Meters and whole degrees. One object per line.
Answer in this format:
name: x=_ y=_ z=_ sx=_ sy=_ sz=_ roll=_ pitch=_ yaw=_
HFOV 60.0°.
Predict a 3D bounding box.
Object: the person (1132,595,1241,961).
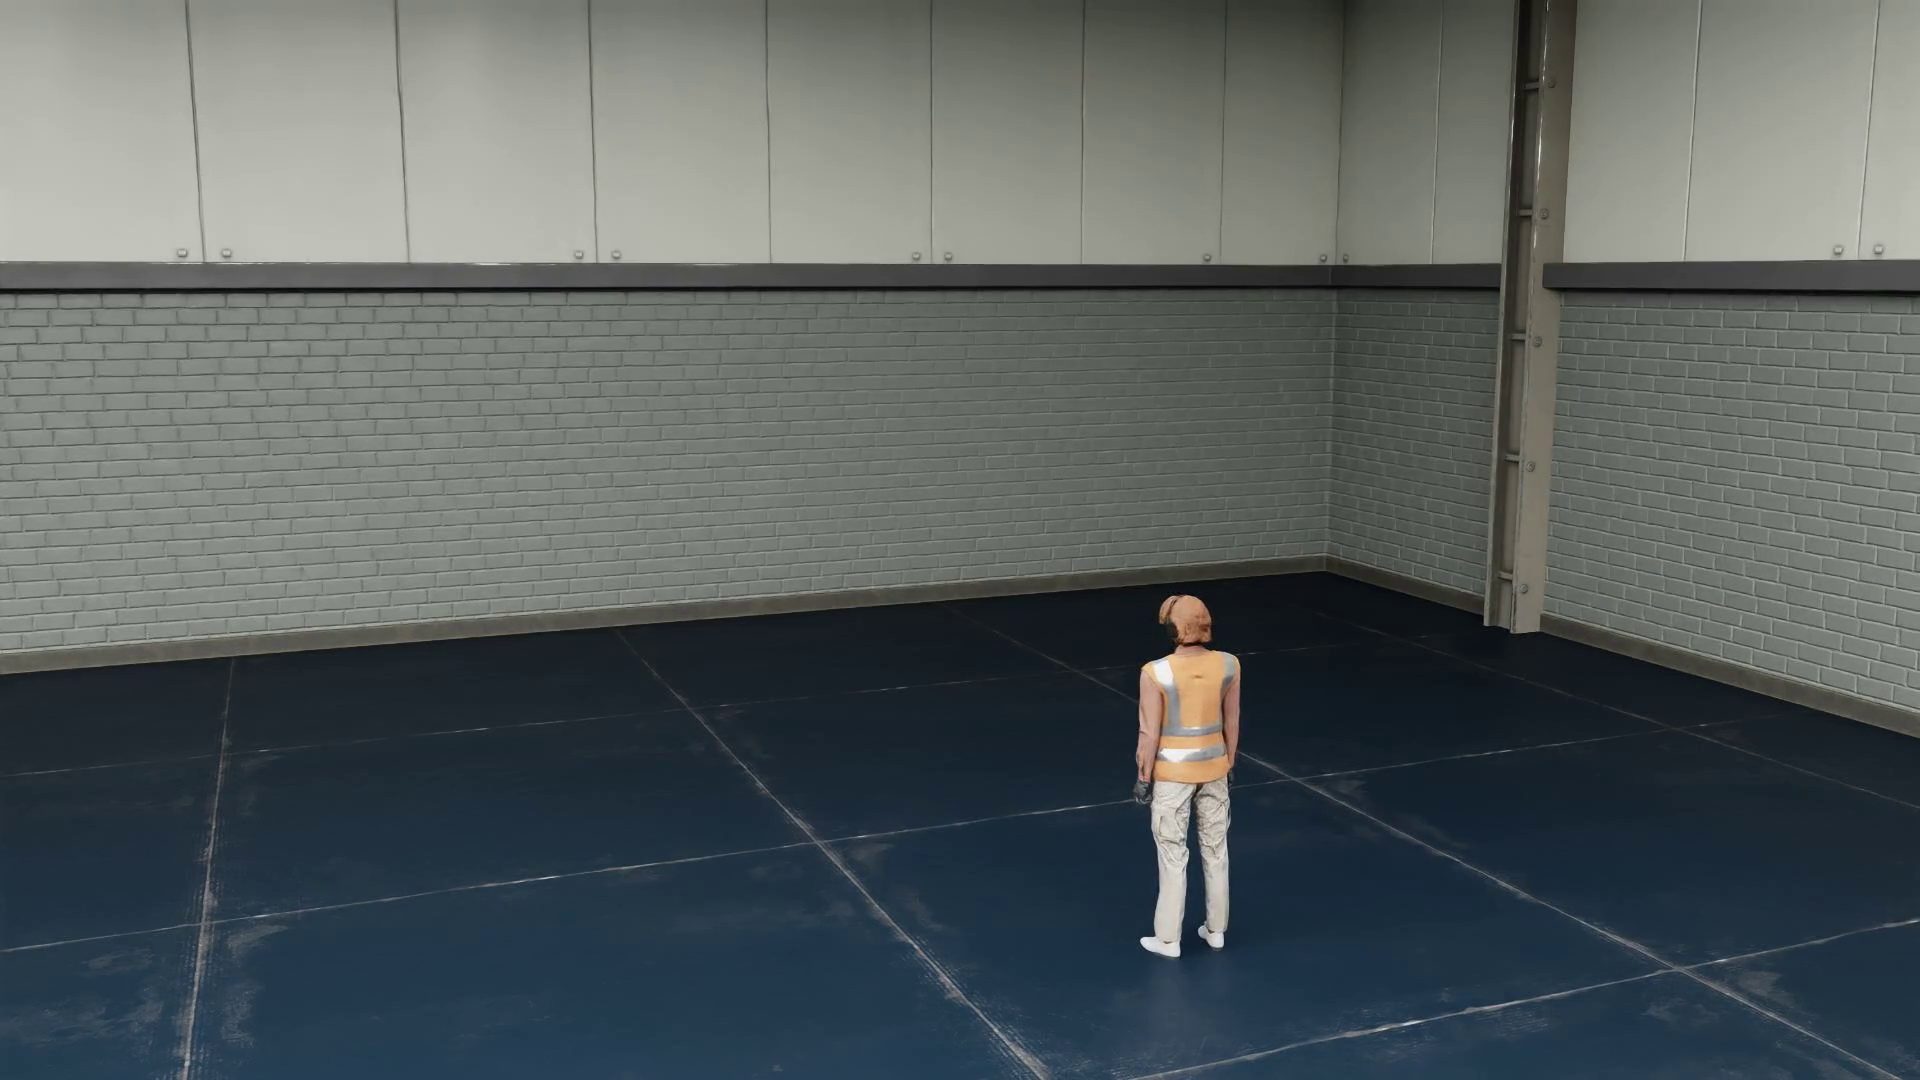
person: x=1.010 y=1.049 z=7.385 sx=0.514 sy=1.640 sz=0.310 roll=-4 pitch=10 yaw=-22
